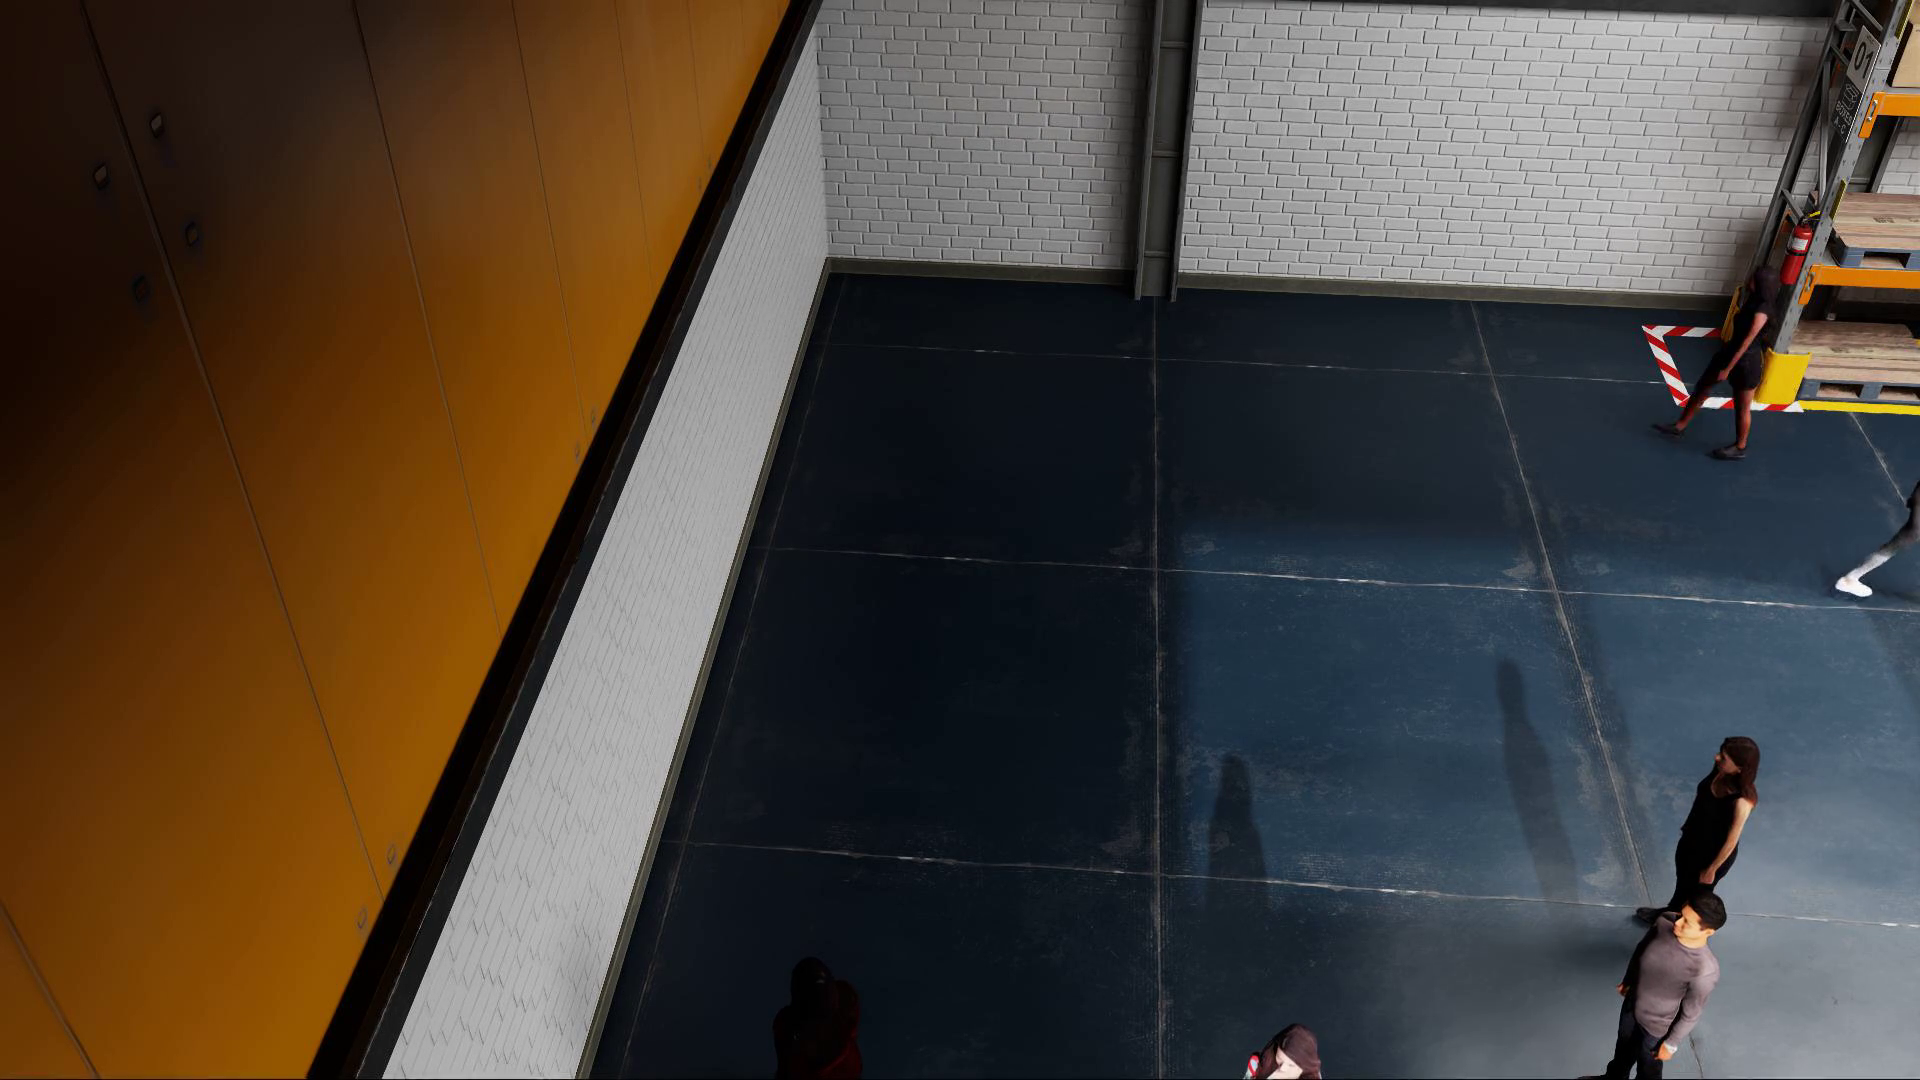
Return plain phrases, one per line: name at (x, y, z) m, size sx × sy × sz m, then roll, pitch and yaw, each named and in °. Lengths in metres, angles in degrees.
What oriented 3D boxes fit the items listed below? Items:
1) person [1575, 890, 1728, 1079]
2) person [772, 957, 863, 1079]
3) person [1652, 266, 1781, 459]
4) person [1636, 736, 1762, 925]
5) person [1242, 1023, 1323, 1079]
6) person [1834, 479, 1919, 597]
person at (3.591, 2.417, 8.549) m, size 0.692 × 1.768 × 0.625 m, roll 2°, pitch 39°, yaw 3°
person at (-0.689, 2.663, 8.249) m, size 0.803 × 1.758 × 0.769 m, roll 30°, pitch 47°, yaw 32°
person at (6.357, -1.386, 13.354) m, size 0.972 × 1.714 × 0.649 m, roll 5°, pitch 39°, yaw 6°
person at (4.252, 1.737, 9.464) m, size 0.514 × 1.687 × 0.579 m, roll 3°, pitch 39°, yaw 4°
person at (1.538, 2.874, 8.100) m, size 0.618 × 1.613 × 0.725 m, roll 25°, pitch 45°, yaw 28°
person at (6.843, -0.201, 11.918) m, size 1.161 × 1.654 × 0.679 m, roll 7°, pitch 39°, yaw 9°
